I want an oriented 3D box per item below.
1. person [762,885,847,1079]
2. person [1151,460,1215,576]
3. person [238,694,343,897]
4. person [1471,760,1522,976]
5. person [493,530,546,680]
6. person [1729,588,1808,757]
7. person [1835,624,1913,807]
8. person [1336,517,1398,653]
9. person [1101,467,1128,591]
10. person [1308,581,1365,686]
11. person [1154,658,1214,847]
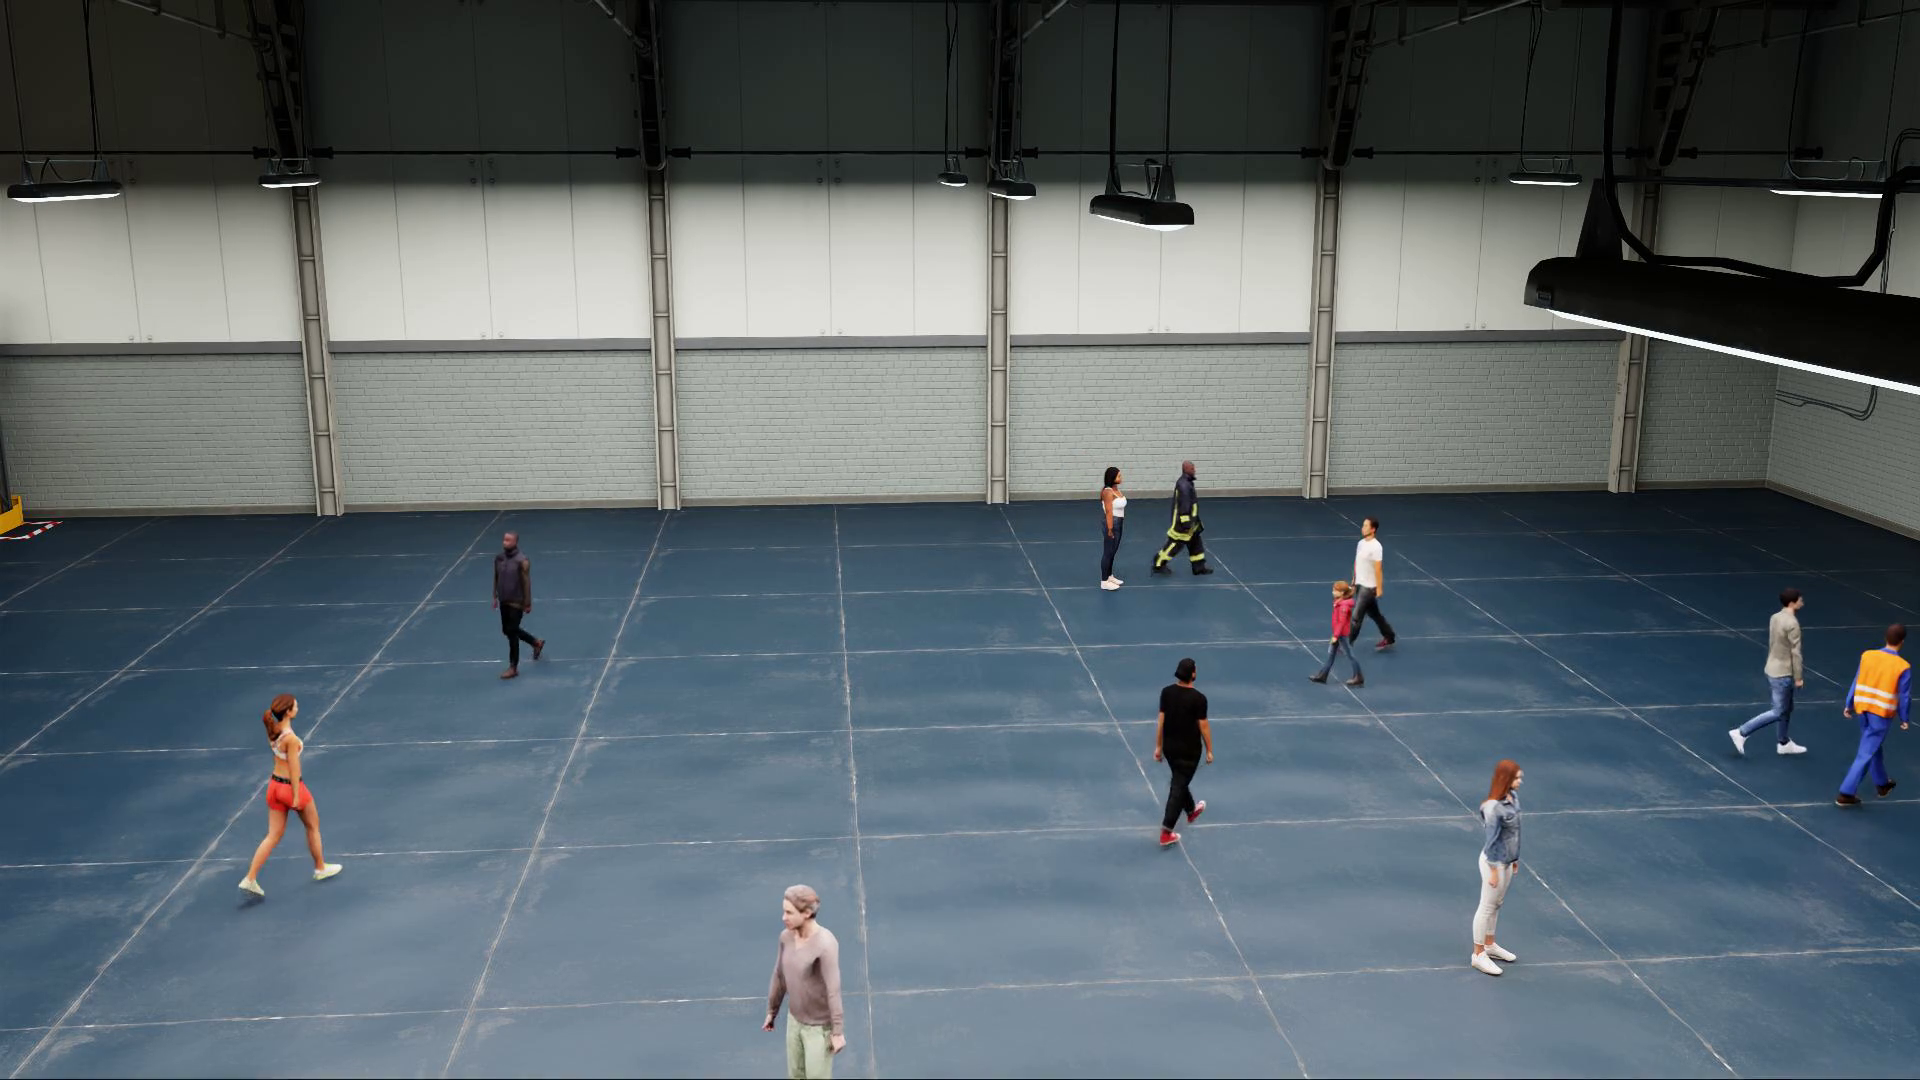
[{"bbox_3d":[-0.902,3.037,10.504,0.870,1.865,0.913,12,18,43],"label":"person"},{"bbox_3d":[3.287,-0.305,25.114,1.267,1.785,0.932,2,13,7],"label":"person"},{"bbox_3d":[-5.867,2.215,14.300,1.132,1.754,1.114,8,15,32],"label":"person"},{"bbox_3d":[4.206,2.530,13.054,0.734,1.702,0.678,10,17,38],"label":"person"},{"bbox_3d":[-5.437,0.761,20.448,1.119,1.813,1.139,8,15,32],"label":"person"},{"bbox_3d":[8.583,1.418,17.545,1.139,1.843,0.826,1,13,6],"label":"person"},{"bbox_3d":[8.849,1.749,16.185,1.183,1.812,0.948,-7,15,-27],"label":"person"},{"bbox_3d":[5.297,0.596,21.267,1.176,1.765,0.732,-2,13,-10],"label":"person"},{"bbox_3d":[2.228,-0.189,24.558,0.725,1.810,0.723,4,14,16],"label":"person"},{"bbox_3d":[4.646,1.144,19.958,0.882,1.288,0.511,-1,13,-4],"label":"person"},{"bbox_3d":[2.006,1.989,15.372,1.126,1.710,1.190,11,17,39],"label":"person"}]
